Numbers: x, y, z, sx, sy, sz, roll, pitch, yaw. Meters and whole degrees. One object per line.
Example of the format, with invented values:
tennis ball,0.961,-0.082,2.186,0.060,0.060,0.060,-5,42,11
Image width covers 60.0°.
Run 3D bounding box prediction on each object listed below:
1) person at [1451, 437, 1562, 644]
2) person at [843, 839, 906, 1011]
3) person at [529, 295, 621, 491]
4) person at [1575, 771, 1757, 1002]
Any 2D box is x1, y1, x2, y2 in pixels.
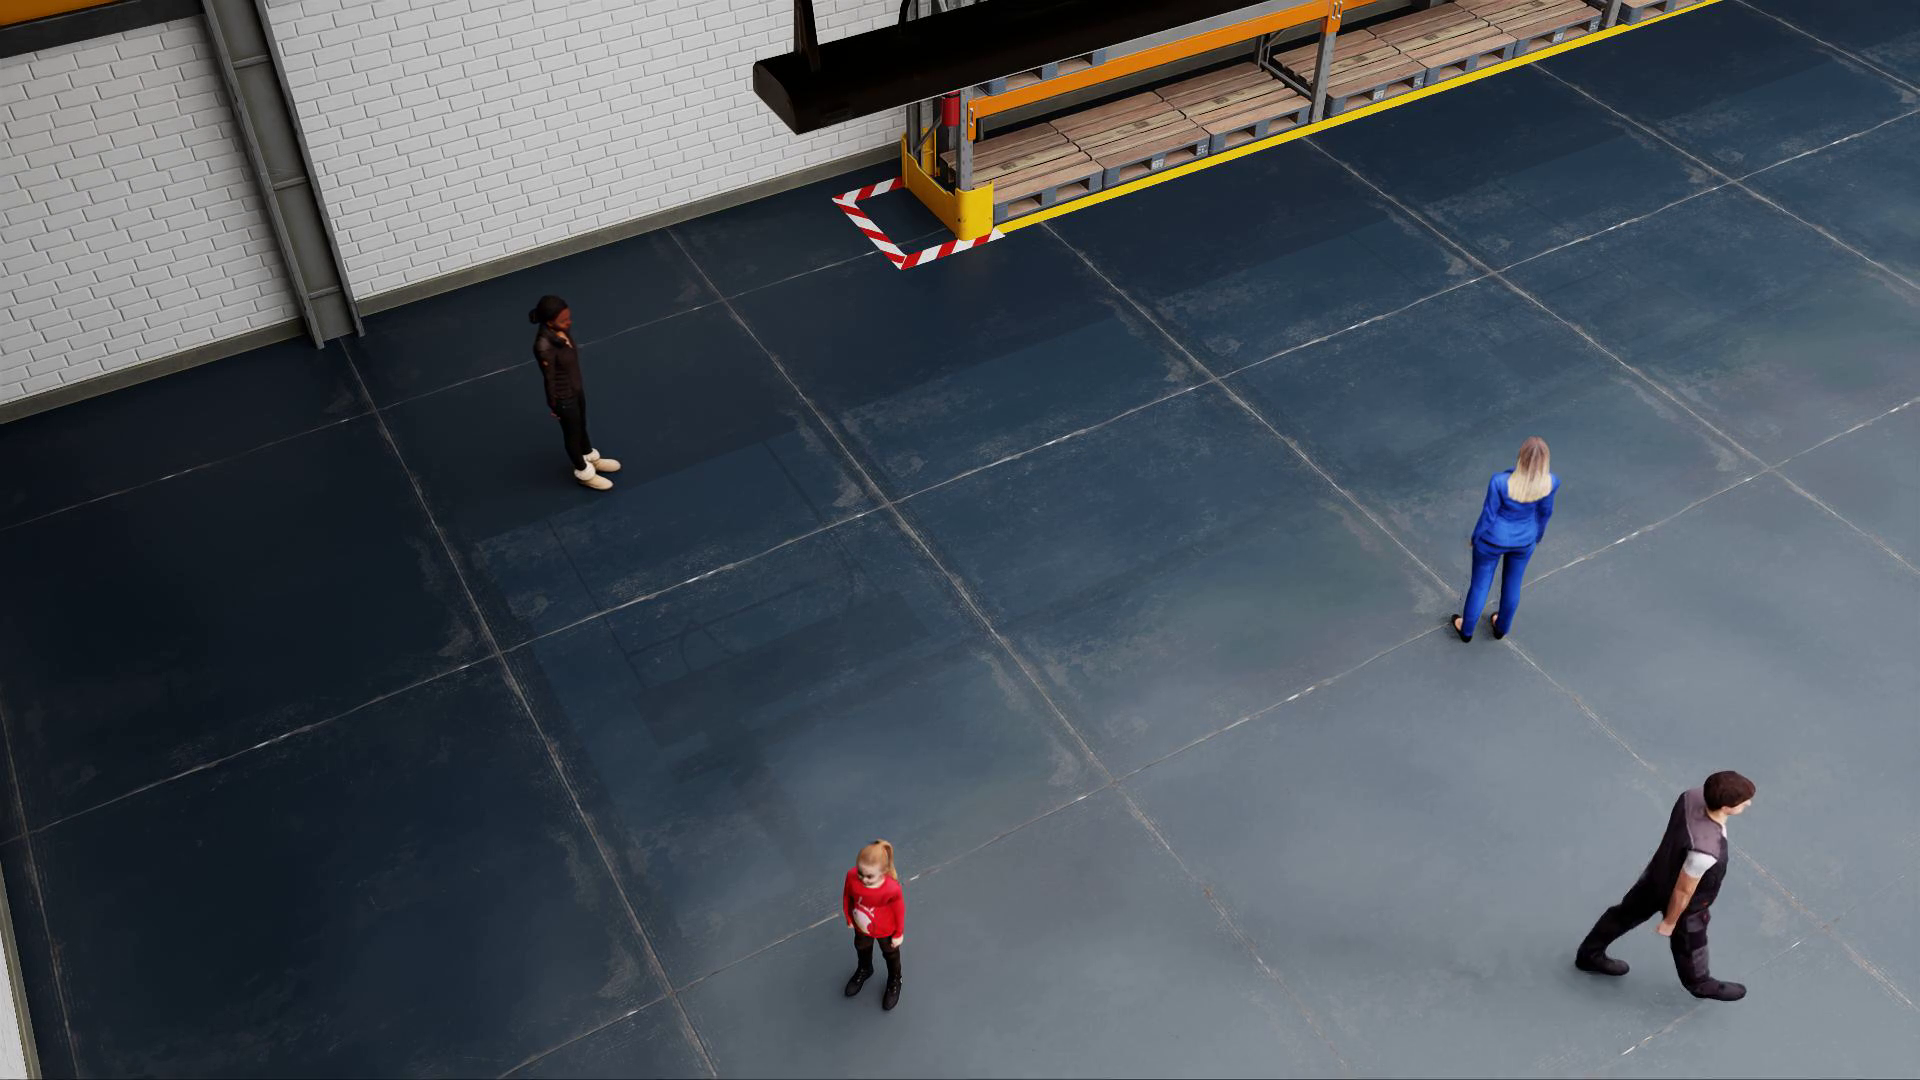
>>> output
person,3.562,0.008,10.834,0.640,1.700,0.764,-2,44,-2
person,-0.454,2.063,8.981,0.580,1.281,0.628,15,46,15
person,-2.855,-1.066,11.989,0.768,1.662,0.705,-5,44,-6
person,3.703,1.825,8.843,1.207,1.815,1.107,7,44,7
